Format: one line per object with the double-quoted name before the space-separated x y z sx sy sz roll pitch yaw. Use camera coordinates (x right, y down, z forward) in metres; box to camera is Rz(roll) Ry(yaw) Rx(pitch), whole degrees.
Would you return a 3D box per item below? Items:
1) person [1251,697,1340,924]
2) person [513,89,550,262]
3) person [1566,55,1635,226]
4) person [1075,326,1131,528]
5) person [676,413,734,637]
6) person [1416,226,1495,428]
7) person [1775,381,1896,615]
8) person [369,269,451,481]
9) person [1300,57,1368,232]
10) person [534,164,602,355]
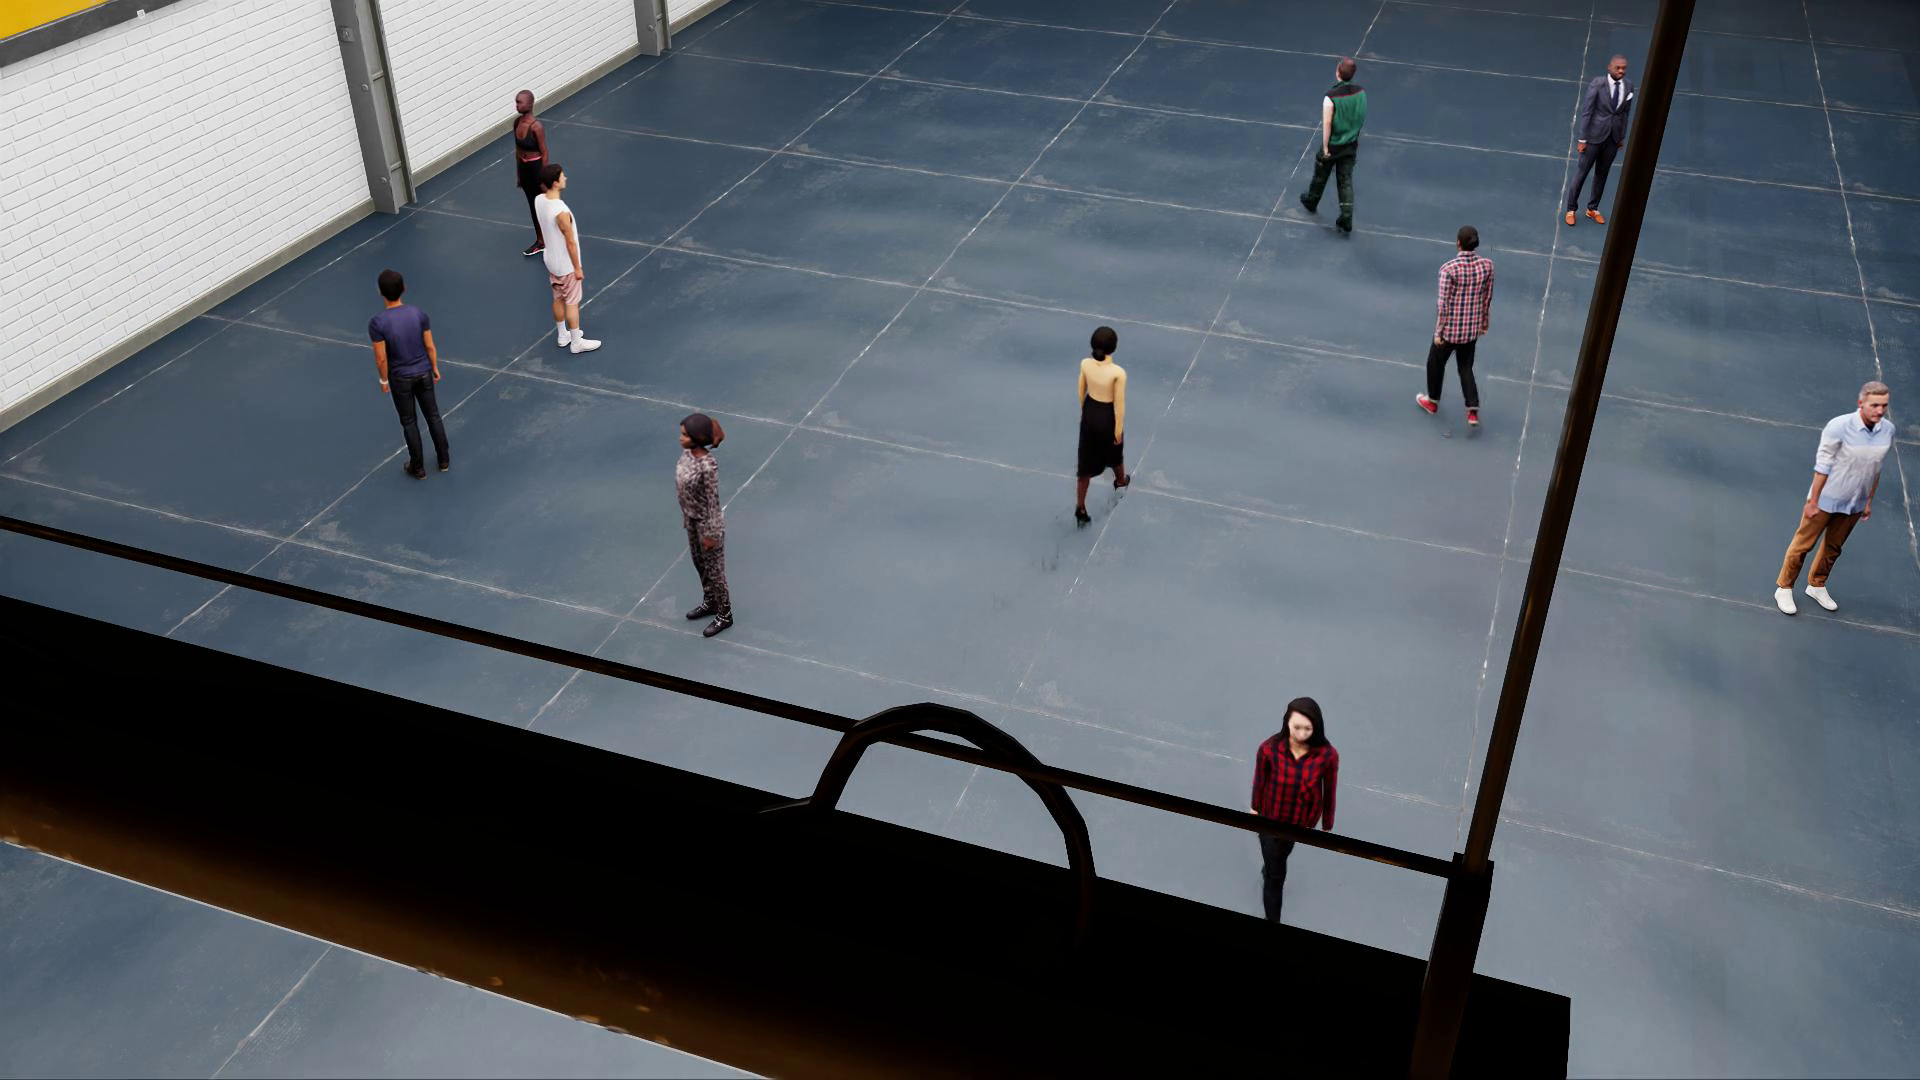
"person" 1.827 1.485 9.295 0.802 1.612 1.109 2 34 3
"person" -4.339 -3.745 17.031 0.644 1.758 0.607 21 39 28
"person" 6.866 -4.297 17.803 0.785 1.824 0.764 -4 34 -6
"person" 1.029 -0.836 12.782 0.732 1.618 1.046 19 38 26
"person" -1.783 -0.120 11.618 0.724 1.714 0.680 -20 39 -28
"person" 4.248 -1.762 14.067 1.012 1.737 1.125 -7 34 -10
"person" 6.239 -0.320 11.815 0.768 1.828 0.752 -4 34 -6
"person" -4.417 -1.326 13.360 0.666 1.793 0.776 -22 39 -29
"person" 4.060 -4.159 17.618 1.060 1.798 1.238 -8 34 -12
"person" -3.656 -2.578 15.248 0.724 1.788 0.729 -27 42 -34
